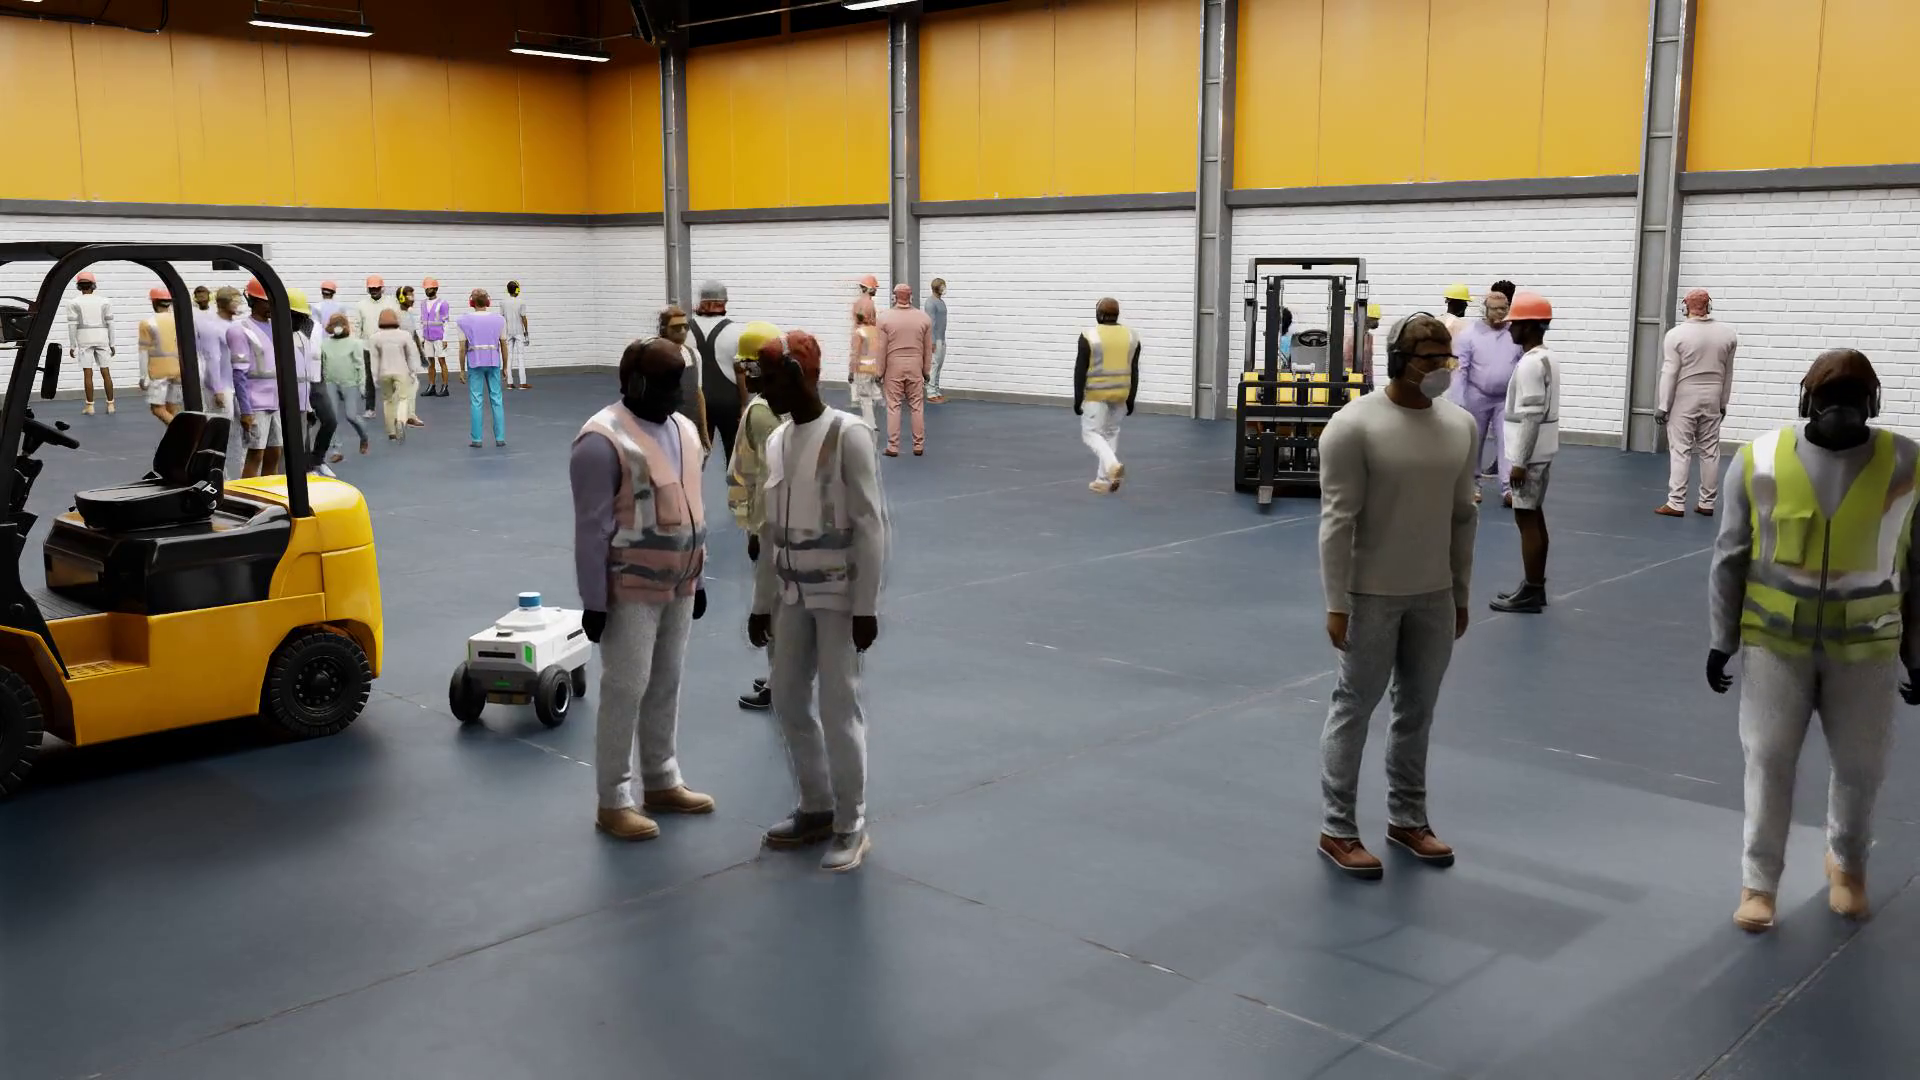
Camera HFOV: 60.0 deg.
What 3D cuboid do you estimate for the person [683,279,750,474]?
[{"bbox_3d":[-2.056,-1.215,13.960,0.694,2.000,0.927,2,9,12],"label":"person"}]

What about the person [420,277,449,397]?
[{"bbox_3d":[-8.547,-3.291,27.007,0.546,1.938,0.361,4,10,21],"label":"person"}]

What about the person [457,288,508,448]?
[{"bbox_3d":[-5.527,-1.990,19.301,0.565,1.848,0.390,-5,10,-26],"label":"person"}]

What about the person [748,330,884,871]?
[{"bbox_3d":[-0.466,0.215,5.792,0.373,1.870,0.624,-9,13,-43],"label":"person"}]

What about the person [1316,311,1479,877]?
[{"bbox_3d":[1.503,0.188,5.717,0.632,1.932,0.370,-4,10,-23],"label":"person"}]

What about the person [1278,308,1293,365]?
[{"bbox_3d":[3.401,-1.613,17.504,0.507,1.670,0.538,1,9,4],"label":"person"}]

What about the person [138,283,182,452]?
[{"bbox_3d":[-8.595,-1.824,18.069,0.726,1.923,0.551,6,11,33],"label":"person"}]

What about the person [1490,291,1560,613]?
[{"bbox_3d":[3.415,-0.528,10.065,0.371,1.935,0.551,5,11,28],"label":"person"}]

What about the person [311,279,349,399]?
[{"bbox_3d":[-9.797,-3.096,25.895,0.582,1.910,0.639,-5,10,-26],"label":"person"}]

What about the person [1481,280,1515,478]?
[{"bbox_3d":[5.402,-1.602,16.562,0.362,1.962,0.614,8,12,42],"label":"person"}]

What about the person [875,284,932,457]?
[{"bbox_3d":[-0.634,-1.870,18.392,0.652,1.905,0.409,-3,10,-18],"label":"person"}]

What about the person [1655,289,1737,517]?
[{"bbox_3d":[6.125,-1.138,13.921,0.636,1.903,0.404,-1,9,-8],"label":"person"}]

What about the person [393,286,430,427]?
[{"bbox_3d":[-7.216,-2.391,21.777,0.718,1.850,0.501,1,9,3],"label":"person"}]

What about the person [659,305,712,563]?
[{"bbox_3d":[-2.069,-0.759,11.822,0.754,1.828,0.518,7,12,38],"label":"person"}]

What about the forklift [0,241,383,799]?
[{"bbox_3d":[-3.706,-0.171,7.093,1.214,2.155,2.313,9,13,43],"label":"forklift"}]

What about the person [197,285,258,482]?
[{"bbox_3d":[-6.713,-1.374,15.324,0.558,1.916,0.712,2,10,13],"label":"person"}]

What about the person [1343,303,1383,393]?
[{"bbox_3d":[4.424,-1.819,18.753,0.984,1.684,0.526,5,11,28],"label":"person"}]

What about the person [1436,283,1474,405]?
[{"bbox_3d":[5.088,-1.695,17.261,0.384,1.922,0.593,-1,9,-8],"label":"person"}]

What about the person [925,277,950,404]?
[{"bbox_3d":[-0.353,-3.069,25.652,0.359,1.933,0.635,2,10,14],"label":"person"}]

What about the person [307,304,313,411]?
[{"bbox_3d":[-9.428,-2.580,23.739,0.549,1.576,0.733,5,11,30],"label":"person"}]

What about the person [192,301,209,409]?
[{"bbox_3d":[-11.274,-2.741,24.629,0.743,1.610,0.534,0,9,3],"label":"person"}]

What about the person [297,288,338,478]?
[{"bbox_3d":[-6.317,-1.477,16.024,0.448,1.886,0.593,5,10,27],"label":"person"}]

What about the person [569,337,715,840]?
[{"bbox_3d":[-1.143,0.175,6.107,0.432,1.832,0.639,5,10,27],"label":"person"}]

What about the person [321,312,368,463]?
[{"bbox_3d":[-6.665,-1.651,17.940,0.518,1.616,0.544,1,9,4],"label":"person"}]

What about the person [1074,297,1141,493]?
[{"bbox_3d":[1.357,-1.306,15.189,0.638,1.820,0.683,-4,10,-23],"label":"person"}]

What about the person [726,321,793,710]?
[{"bbox_3d":[-0.897,-0.116,7.866,0.403,1.827,0.601,1,9,8],"label":"person"}]

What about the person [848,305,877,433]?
[{"bbox_3d":[-1.179,-2.043,20.299,0.430,1.623,0.538,5,10,28],"label":"person"}]

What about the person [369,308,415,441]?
[{"bbox_3d":[-6.788,-1.971,19.892,0.504,1.613,0.680,-2,10,-13],"label":"person"}]

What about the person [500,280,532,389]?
[{"bbox_3d":[-7.685,-3.539,28.734,0.515,1.872,0.328,2,9,10],"label":"person"}]

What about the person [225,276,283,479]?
[{"bbox_3d":[-5.421,-1.057,13.015,0.395,2.033,0.605,2,9,12],"label":"person"}]

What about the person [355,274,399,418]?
[{"bbox_3d":[-8.093,-2.688,23.131,0.609,1.995,0.375,-2,10,-13],"label":"person"}]

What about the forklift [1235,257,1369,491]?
[{"bbox_3d":[3.309,-1.629,16.029,1.214,2.155,2.313,2,9,11],"label":"forklift"}]

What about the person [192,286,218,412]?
[{"bbox_3d":[-10.092,-2.482,22.338,0.531,1.842,0.660,-4,10,-24],"label":"person"}]

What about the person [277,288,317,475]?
[{"bbox_3d":[-5.467,-1.099,13.626,0.381,1.918,0.585,1,9,5],"label":"person"}]

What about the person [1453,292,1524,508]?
[{"bbox_3d":[4.630,-1.209,14.452,0.679,1.857,0.963,0,9,2],"label":"person"}]

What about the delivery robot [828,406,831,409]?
[{"bbox_3d":[-1.916,-1.501,19.971,0.707,0.478,0.477,-3,10,-17],"label":"delivery robot"}]

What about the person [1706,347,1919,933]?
[{"bbox_3d":[2.696,0.314,5.229,0.649,1.838,0.451,5,10,28],"label":"person"}]

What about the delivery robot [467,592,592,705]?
[{"bbox_3d":[-2.004,0.488,7.777,0.477,0.478,0.707,2,9,11],"label":"delivery robot"}]

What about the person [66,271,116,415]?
[{"bbox_3d":[-12.337,-2.789,23.634,0.605,2.034,0.392,-7,12,-38],"label":"person"}]

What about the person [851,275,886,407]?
[{"bbox_3d":[-1.309,-2.964,24.871,0.715,1.969,0.647,-4,10,-21],"label":"person"}]
